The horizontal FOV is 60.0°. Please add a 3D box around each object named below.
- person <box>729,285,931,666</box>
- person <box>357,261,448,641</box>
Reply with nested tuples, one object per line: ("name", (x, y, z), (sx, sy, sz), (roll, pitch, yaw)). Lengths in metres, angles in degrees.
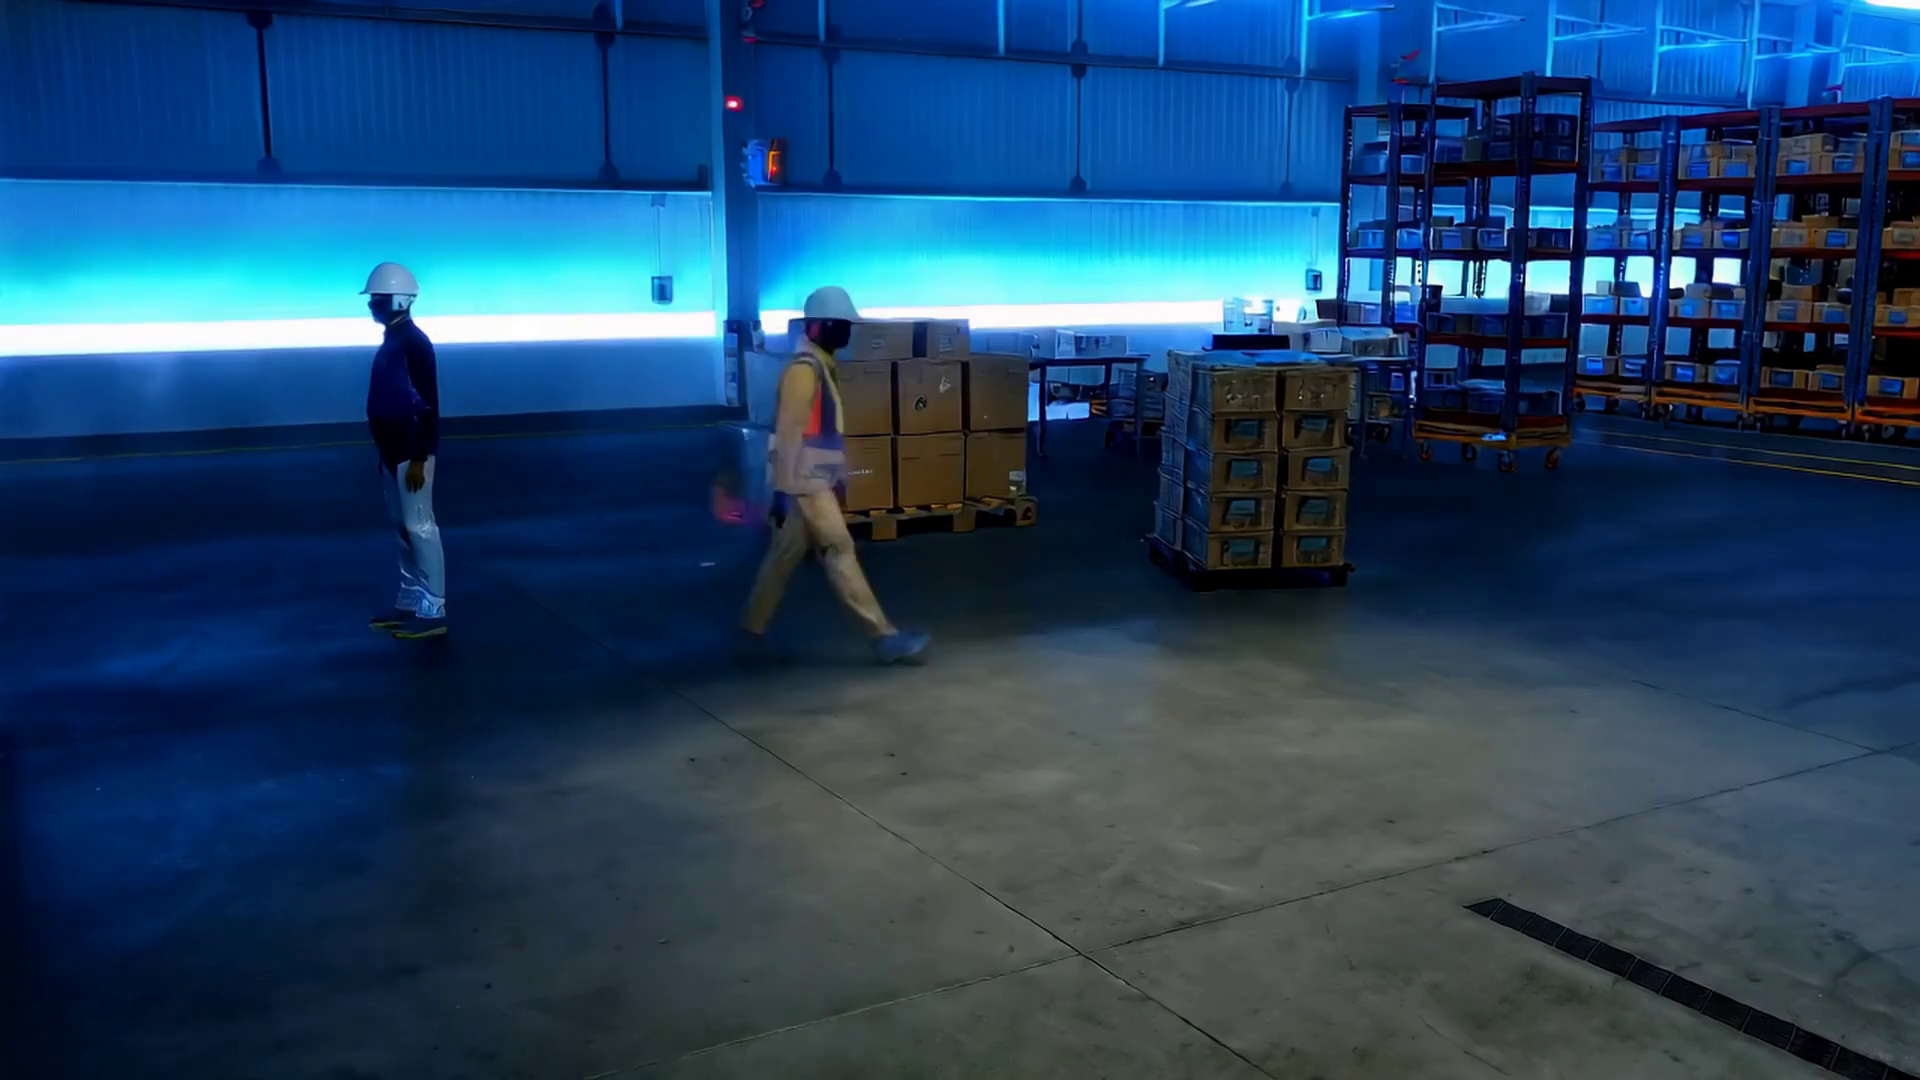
("person", (-0.688, -0.304, 8.208), (1.047, 1.878, 0.623), (0, 10, 2))
("person", (-2.959, -0.471, 8.845), (0.376, 1.995, 0.612), (-7, 12, -36))
